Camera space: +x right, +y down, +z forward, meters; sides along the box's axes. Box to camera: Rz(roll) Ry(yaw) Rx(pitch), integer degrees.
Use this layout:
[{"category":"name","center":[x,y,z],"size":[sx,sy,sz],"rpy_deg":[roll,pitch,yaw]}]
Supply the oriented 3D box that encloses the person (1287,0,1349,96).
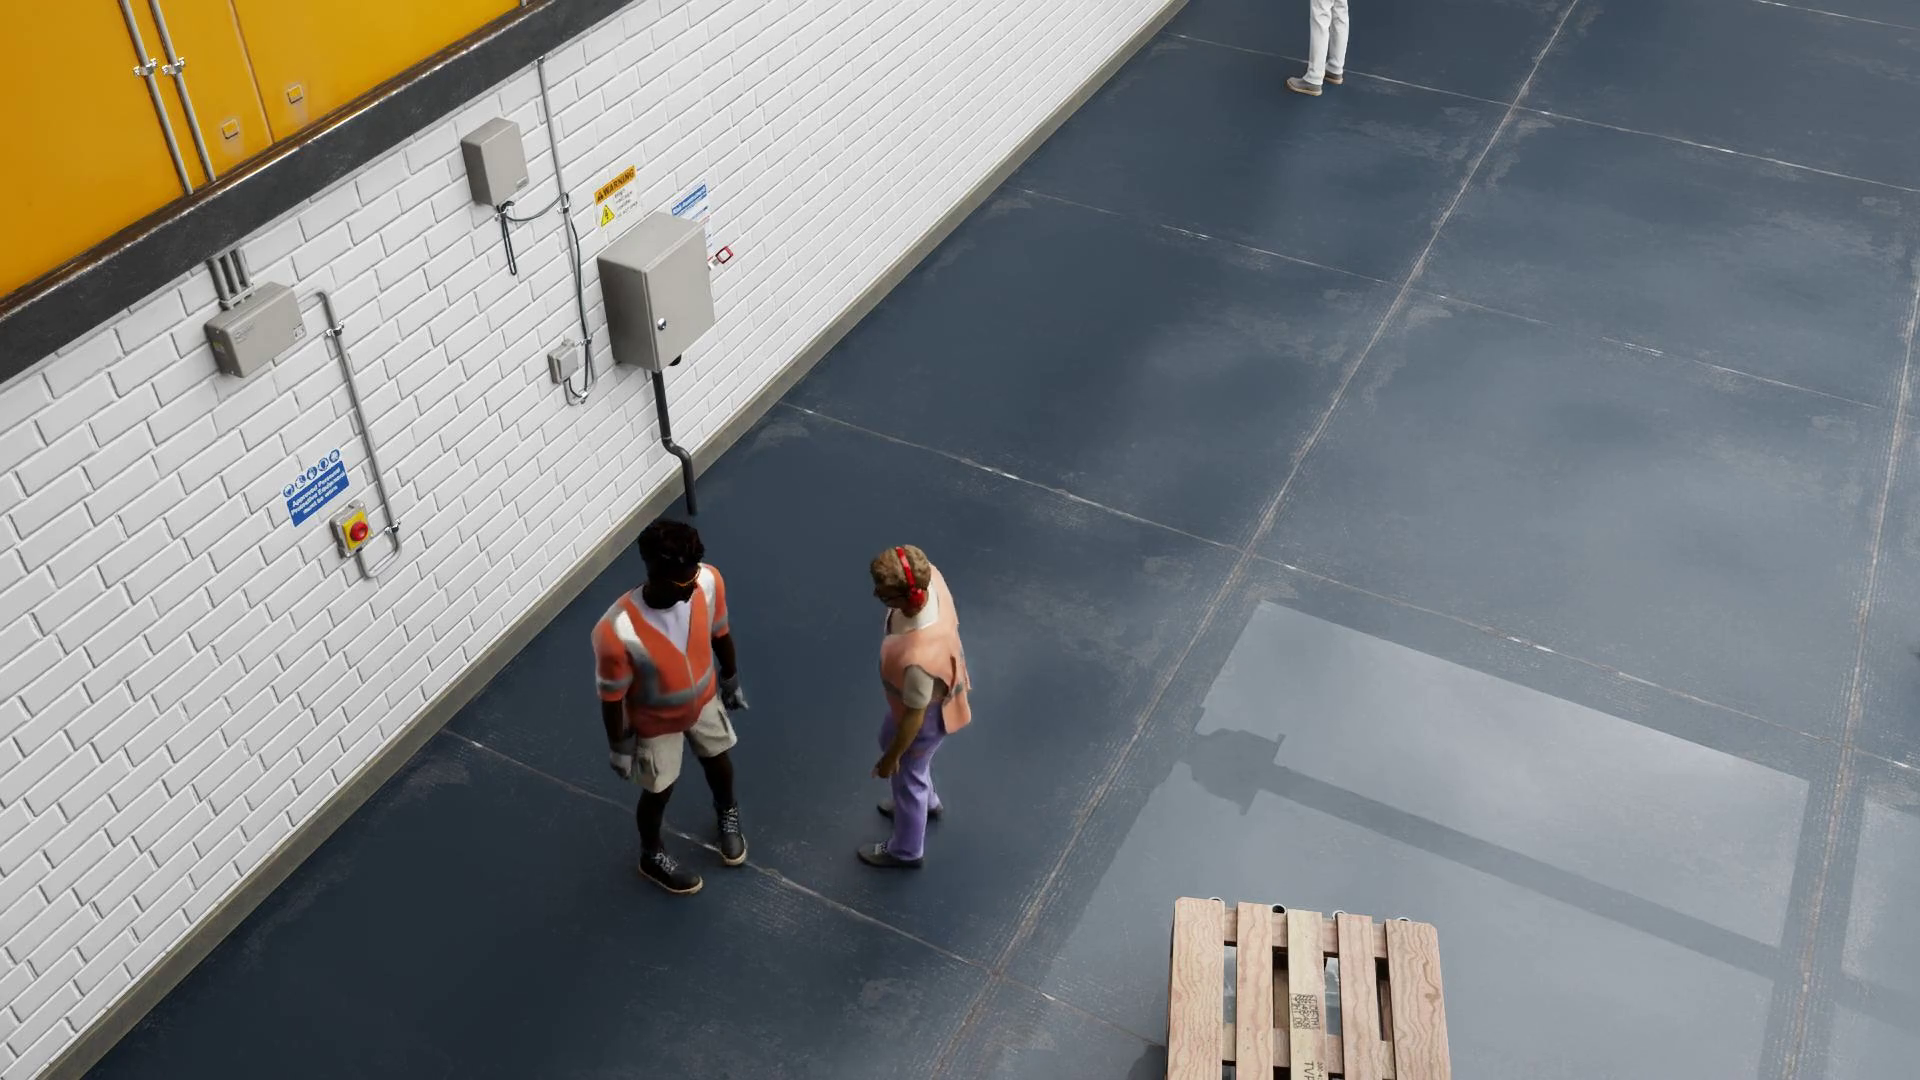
[{"category":"person","center":[2.827,-4.324,12.626],"size":[0.349,1.877,0.570],"rpy_deg":[32,50,32]}]

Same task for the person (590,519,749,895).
[{"category":"person","center":[-1.176,0.685,6.756],"size":[0.416,1.948,0.668],"rpy_deg":[33,50,32]}]

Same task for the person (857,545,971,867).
[{"category":"person","center":[-0.198,0.697,6.833],"size":[0.491,1.826,0.595],"rpy_deg":[-1,41,-1]}]
